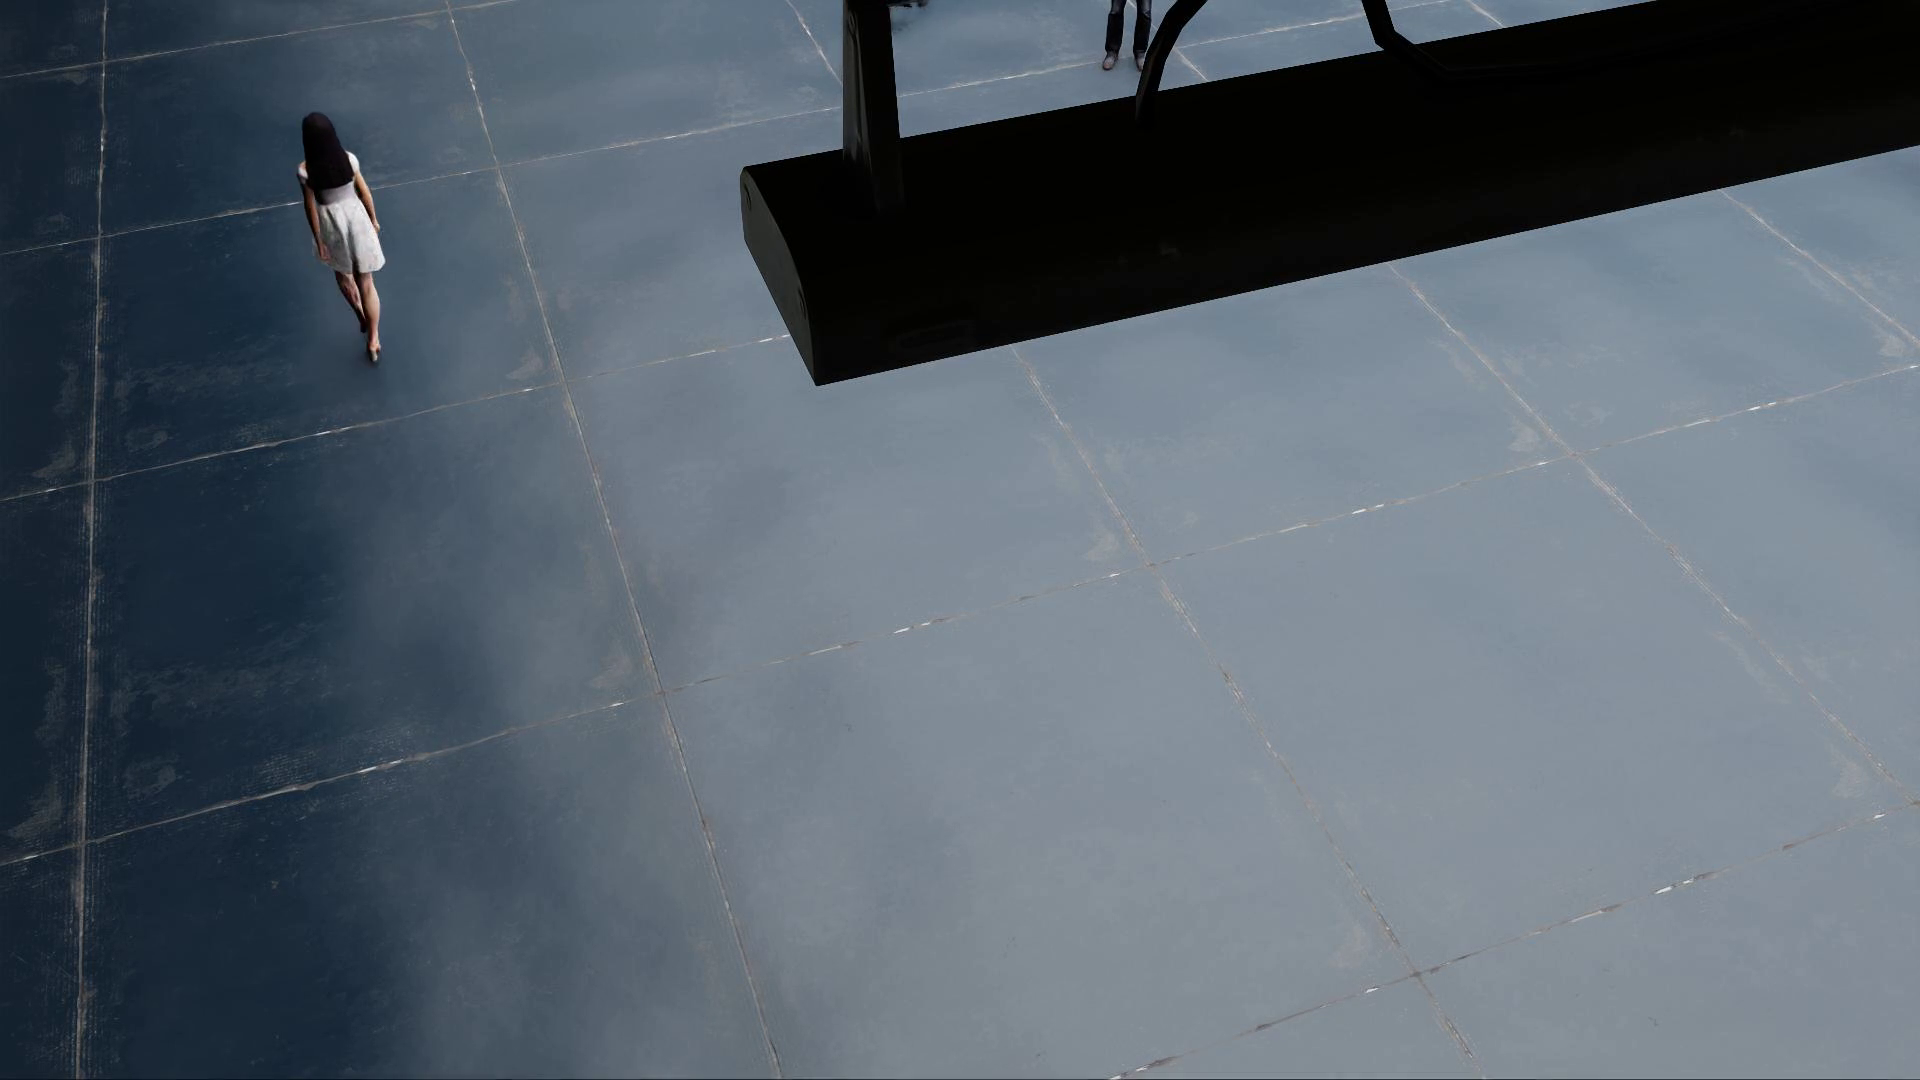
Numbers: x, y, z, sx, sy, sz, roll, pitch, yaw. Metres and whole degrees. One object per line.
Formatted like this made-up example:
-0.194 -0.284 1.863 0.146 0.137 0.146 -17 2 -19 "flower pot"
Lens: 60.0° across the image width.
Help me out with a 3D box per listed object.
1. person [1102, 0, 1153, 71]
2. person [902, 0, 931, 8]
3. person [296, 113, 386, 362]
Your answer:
1.473 -4.886 14.054 0.769 1.816 0.758 5 43 5 "person"
-0.400 -5.452 14.910 0.775 1.475 0.860 12 44 12 "person"
-4.008 -1.945 10.947 0.649 1.757 0.739 -18 46 -18 "person"
